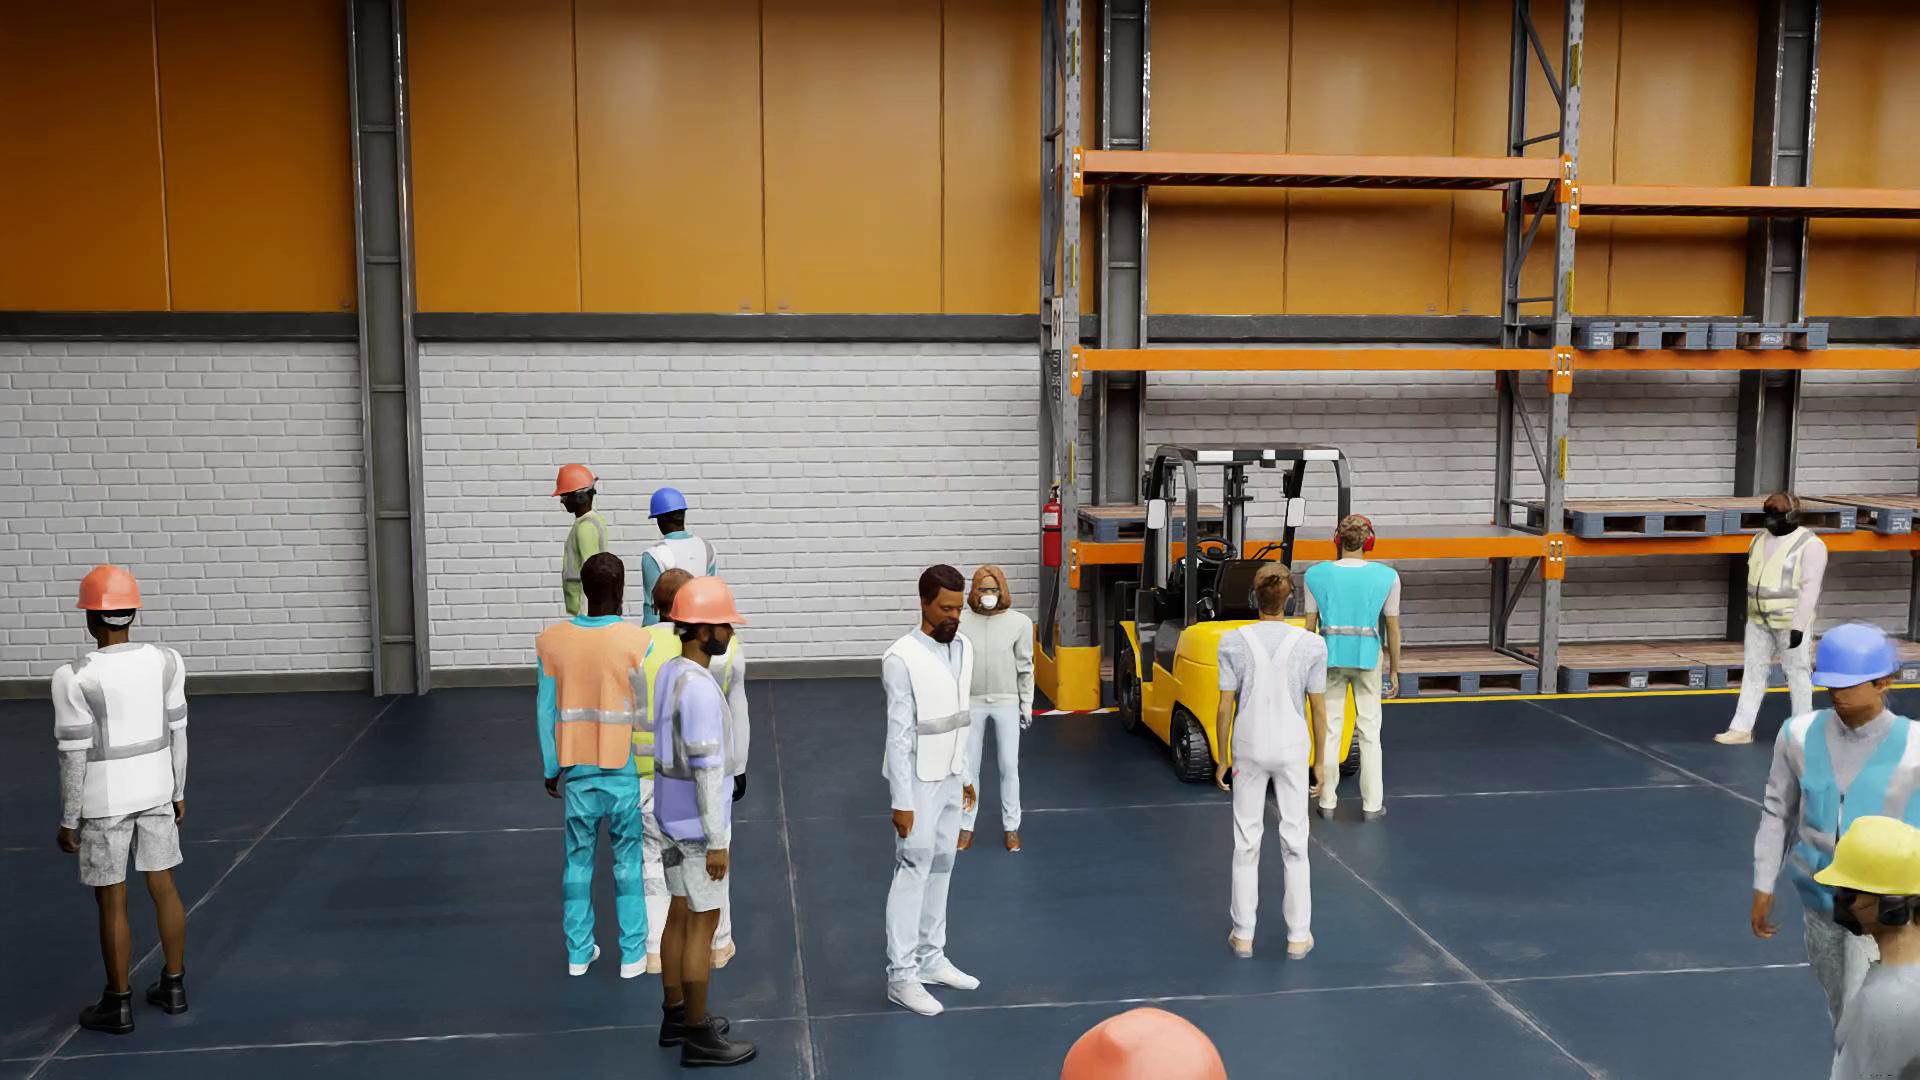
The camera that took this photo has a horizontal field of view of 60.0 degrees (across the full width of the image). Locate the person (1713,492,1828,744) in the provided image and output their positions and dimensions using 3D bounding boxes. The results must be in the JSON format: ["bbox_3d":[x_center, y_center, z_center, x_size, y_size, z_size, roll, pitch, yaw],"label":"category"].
[{"bbox_3d":[5.788,0.572,11.790,0.581,1.837,0.630,-3,7,-21],"label":"person"}]

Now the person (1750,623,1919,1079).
[{"bbox_3d":[2.971,1.234,5.634,0.971,1.895,0.628,-5,8,-36],"label":"person"}]

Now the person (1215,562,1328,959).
[{"bbox_3d":[1.439,1.021,7.725,0.506,1.845,0.342,1,7,11],"label":"person"}]

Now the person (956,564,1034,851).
[{"bbox_3d":[0.166,0.944,9.373,0.505,1.628,0.278,0,7,3],"label":"person"}]

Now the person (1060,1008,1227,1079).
[{"bbox_3d":[0.280,1.595,2.404,0.424,1.924,0.560,-5,8,-37],"label":"person"}]

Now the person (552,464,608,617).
[{"bbox_3d":[-2.640,0.481,11.640,0.384,2.035,0.605,-1,7,-10],"label":"person"}]

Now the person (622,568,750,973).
[{"bbox_3d":[-1.275,1.042,7.573,0.633,1.840,0.429,-1,7,-10],"label":"person"}]

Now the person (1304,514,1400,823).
[{"bbox_3d":[2.332,0.768,9.938,0.571,1.843,0.373,2,7,16],"label":"person"}]

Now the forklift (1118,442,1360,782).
[{"bbox_3d":[1.912,0.418,11.496,1.214,2.155,2.313,-1,7,-8],"label":"forklift"}]

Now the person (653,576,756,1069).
[{"bbox_3d":[-1.017,1.104,6.611,0.378,1.933,0.551,-3,7,-26],"label":"person"}]

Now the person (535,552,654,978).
[{"bbox_3d":[-1.608,1.013,7.488,0.597,1.915,0.371,1,7,11],"label":"person"}]

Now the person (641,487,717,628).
[{"bbox_3d":[-1.834,0.627,10.777,0.397,1.939,0.602,5,8,35],"label":"person"}]

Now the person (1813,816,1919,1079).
[{"bbox_3d":[2.108,1.511,3.950,0.877,1.730,0.540,4,8,33],"label":"person"}]

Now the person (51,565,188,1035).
[{"bbox_3d":[-3.485,1.069,6.913,0.358,1.938,0.542,4,8,34],"label":"person"}]

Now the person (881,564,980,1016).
[{"bbox_3d":[-0.136,1.049,7.192,0.377,1.912,0.592,4,8,30],"label":"person"}]
